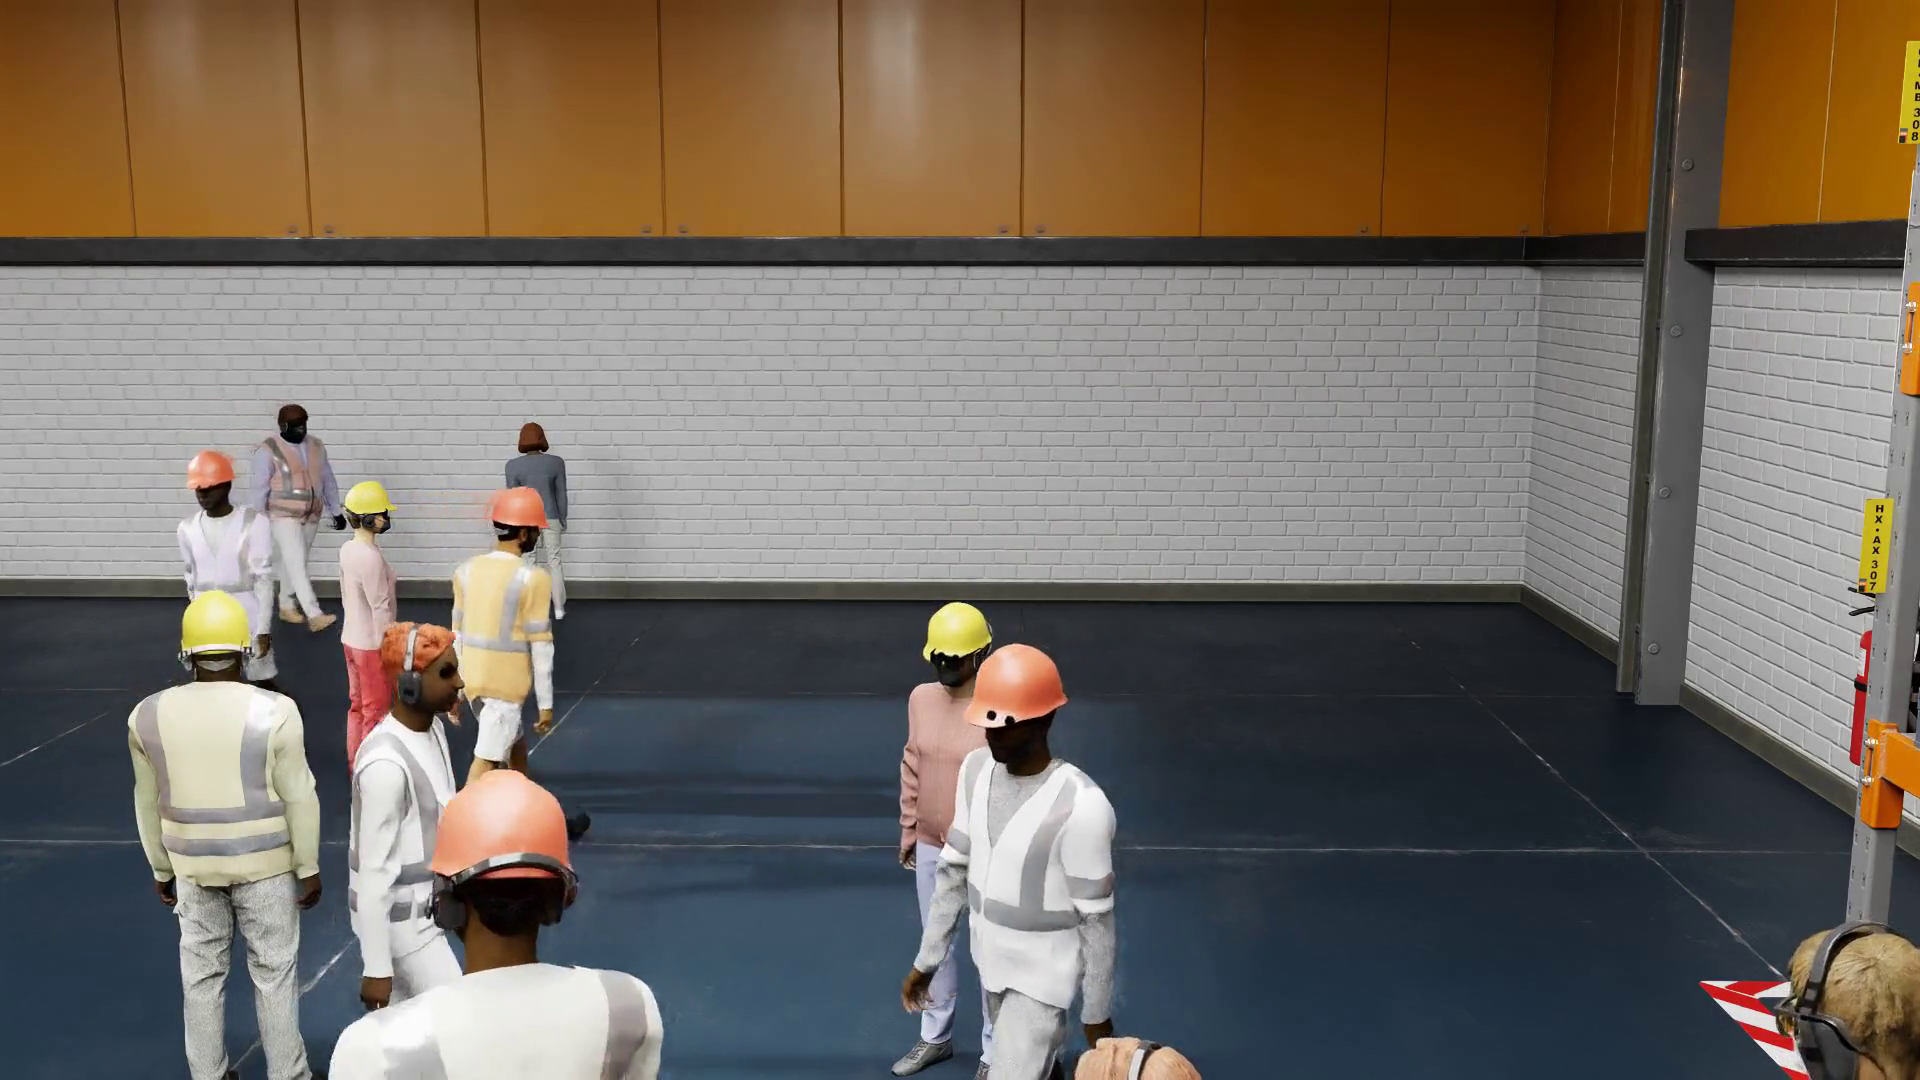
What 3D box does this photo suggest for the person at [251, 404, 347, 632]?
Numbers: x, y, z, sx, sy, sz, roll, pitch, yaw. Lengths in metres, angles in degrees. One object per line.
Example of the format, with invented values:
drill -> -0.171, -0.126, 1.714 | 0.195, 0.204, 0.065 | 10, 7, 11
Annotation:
person -> -5.244, -0.180, 13.259 | 0.944, 1.796, 0.638 | 5, 11, 27

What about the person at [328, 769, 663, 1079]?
person -> -0.802, 1.433, 2.965 | 0.654, 2.014, 0.614 | -8, 12, -39

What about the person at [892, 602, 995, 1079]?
person -> -0.005, 1.079, 5.847 | 0.522, 1.765, 0.317 | 7, 12, 35

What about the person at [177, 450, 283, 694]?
person -> -4.049, 0.429, 9.308 | 0.544, 1.911, 0.855 | 0, 9, 0

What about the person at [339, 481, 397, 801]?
person -> -3.134, 0.566, 8.899 | 0.315, 1.770, 0.524 | -7, 12, -37

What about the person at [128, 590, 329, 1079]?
person -> -2.456, 1.074, 5.648 | 0.597, 1.836, 0.404 | 0, 9, 0

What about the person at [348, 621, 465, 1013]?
person -> -1.513, 1.162, 5.060 | 0.853, 1.852, 0.612 | -1, 10, -8

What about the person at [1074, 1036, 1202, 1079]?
person -> 0.322, 1.638, 2.857 | 0.313, 1.639, 0.517 | 3, 10, 18

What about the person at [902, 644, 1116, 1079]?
person -> 0.127, 1.215, 4.668 | 0.958, 1.888, 0.555 | -7, 12, -35

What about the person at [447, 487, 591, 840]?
person -> -2.187, 0.692, 7.878 | 0.553, 1.869, 1.071 | 6, 11, 31

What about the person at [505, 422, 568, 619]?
person -> -3.443, -0.145, 13.558 | 0.498, 1.633, 0.278 | -5, 11, -26

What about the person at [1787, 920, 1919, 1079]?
person -> 1.382, 1.534, 2.609 | 0.627, 1.933, 0.371 | -5, 11, -27
